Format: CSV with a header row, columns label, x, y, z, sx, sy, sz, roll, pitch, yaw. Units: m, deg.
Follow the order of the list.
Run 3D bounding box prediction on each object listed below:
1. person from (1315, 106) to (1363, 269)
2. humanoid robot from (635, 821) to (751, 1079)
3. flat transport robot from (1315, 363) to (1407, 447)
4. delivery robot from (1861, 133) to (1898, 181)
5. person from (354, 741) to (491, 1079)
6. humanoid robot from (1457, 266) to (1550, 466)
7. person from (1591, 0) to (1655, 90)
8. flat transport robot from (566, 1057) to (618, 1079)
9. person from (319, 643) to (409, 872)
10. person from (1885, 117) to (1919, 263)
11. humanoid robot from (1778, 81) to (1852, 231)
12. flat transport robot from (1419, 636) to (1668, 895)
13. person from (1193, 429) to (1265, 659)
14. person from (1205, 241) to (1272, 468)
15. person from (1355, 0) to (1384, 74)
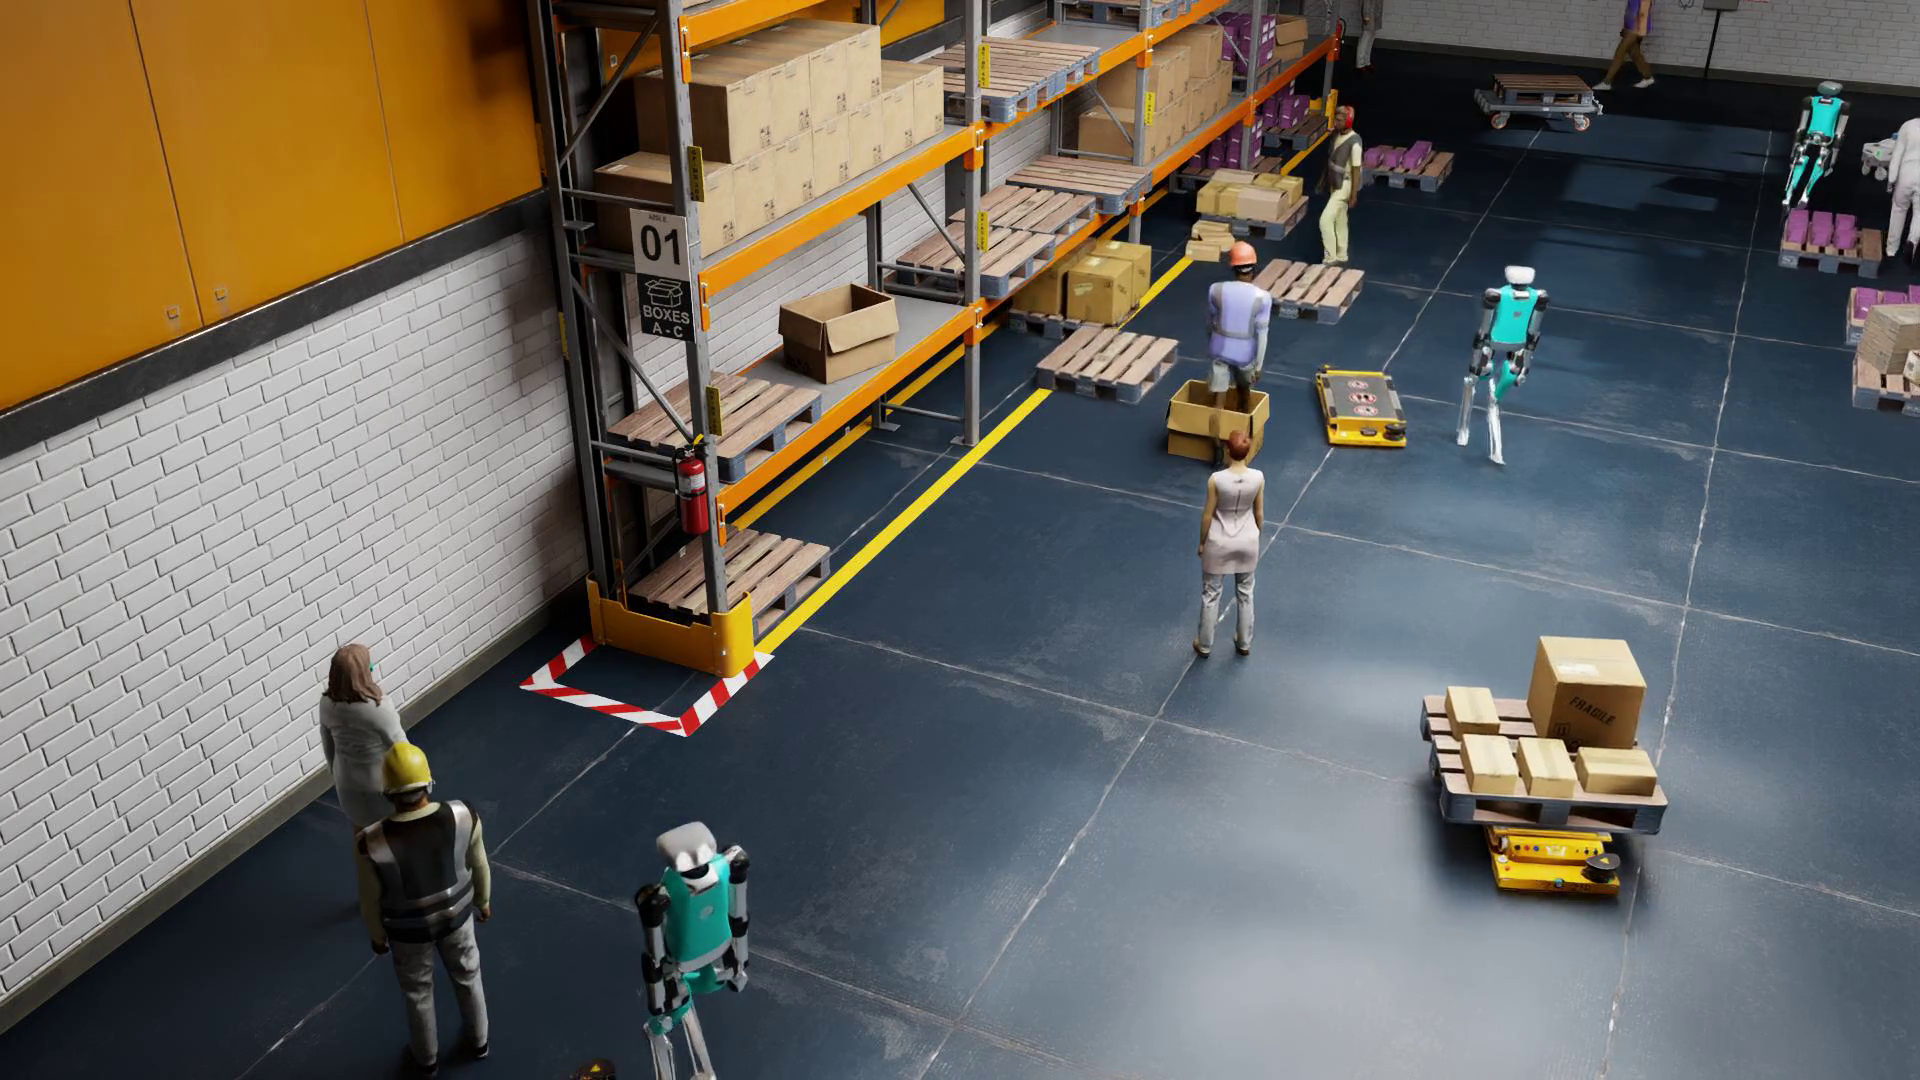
label,x,y,z,sx,sy,sz,roll,pitch,yaw
person,4.098,-3.845,18.223,0.623,1.824,0.590,-4,29,-7
humanoid robot,-1.284,1.949,7.601,0.540,1.813,0.734,-21,35,-34
flat transport robot,3.601,-1.217,14.985,0.659,0.231,1.431,3,28,5
delivery robot,12.191,-5.008,21.714,0.767,0.595,0.517,-5,29,-10
person,-2.502,1.753,7.850,0.595,1.819,0.403,-18,33,-29
humanoid robot,4.505,-1.554,14.078,0.546,1.759,0.851,-1,28,-2
person,10.431,-7.898,25.682,0.986,1.878,0.574,3,28,5
flat transport robot,-1.738,2.916,7.322,0.659,0.231,1.431,10,30,19
person,-3.123,1.280,8.884,0.488,1.657,0.343,6,29,11
person,10.639,-4.001,18.451,0.647,1.885,0.699,13,31,23
humanoid robot,9.807,-4.319,19.281,0.546,1.864,0.762,24,36,37
flat transport robot,3.402,1.553,9.848,0.659,0.231,1.431,3,28,5
person,1.828,0.033,11.210,0.439,1.649,0.294,-4,29,-7
person,2.322,-1.618,14.050,0.541,1.859,1.043,6,29,10
person,6.652,-8.480,26.808,0.363,1.830,0.518,21,35,34
